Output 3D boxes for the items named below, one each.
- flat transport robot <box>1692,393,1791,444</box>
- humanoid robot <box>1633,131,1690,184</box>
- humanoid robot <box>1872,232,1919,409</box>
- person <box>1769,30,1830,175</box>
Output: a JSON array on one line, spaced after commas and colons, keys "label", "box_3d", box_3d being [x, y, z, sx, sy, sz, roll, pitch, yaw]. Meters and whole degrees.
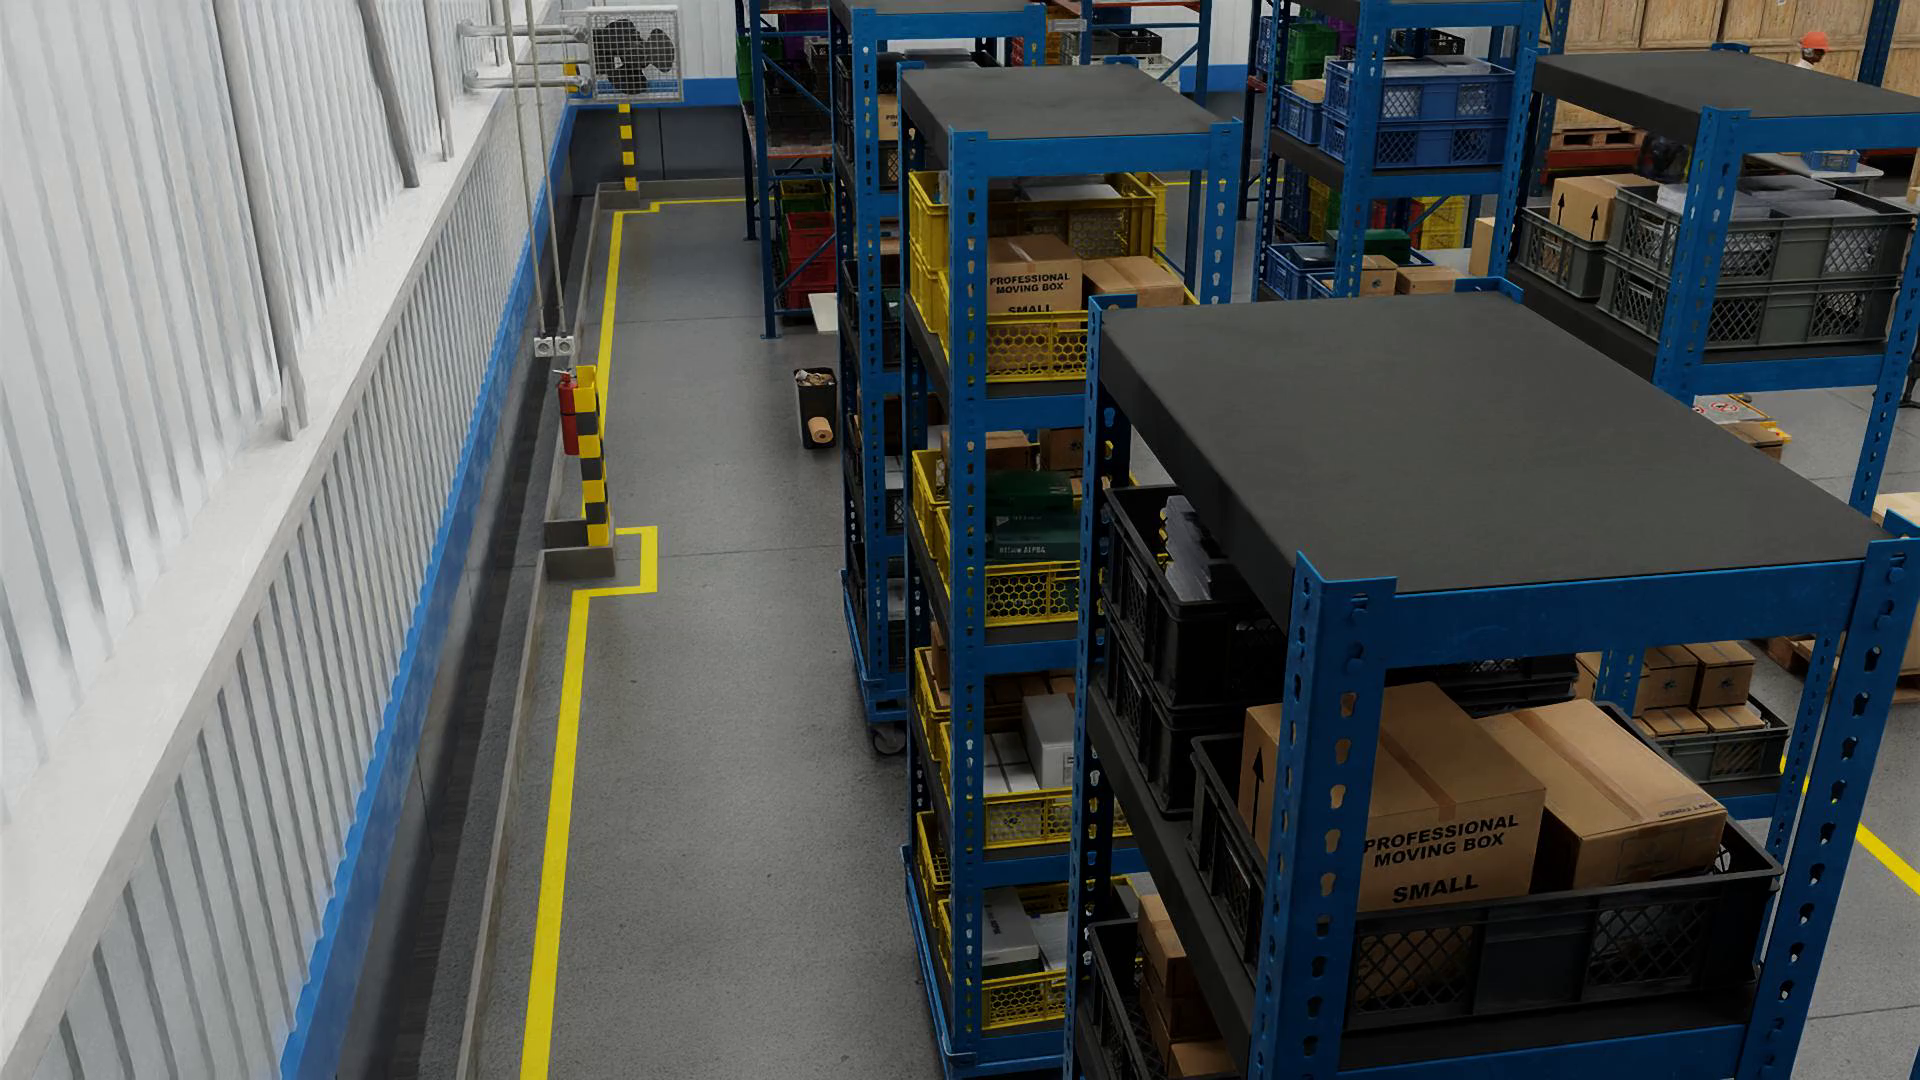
[{"label": "flat transport robot", "box_3d": [5.224, -0.859, 12.132, 1.431, 0.197, 0.652, -4, 25, -8]}, {"label": "humanoid robot", "box_3d": [6.620, -3.320, 15.883, 0.712, 1.619, 0.645, -19, 31, -35]}, {"label": "humanoid robot", "box_3d": [7.316, -1.840, 12.597, 0.311, 1.657, 0.609, -4, 25, -8]}, {"label": "person", "box_3d": [9.010, -4.474, 17.963, 0.377, 1.994, 0.611, 16, 29, 31]}]
